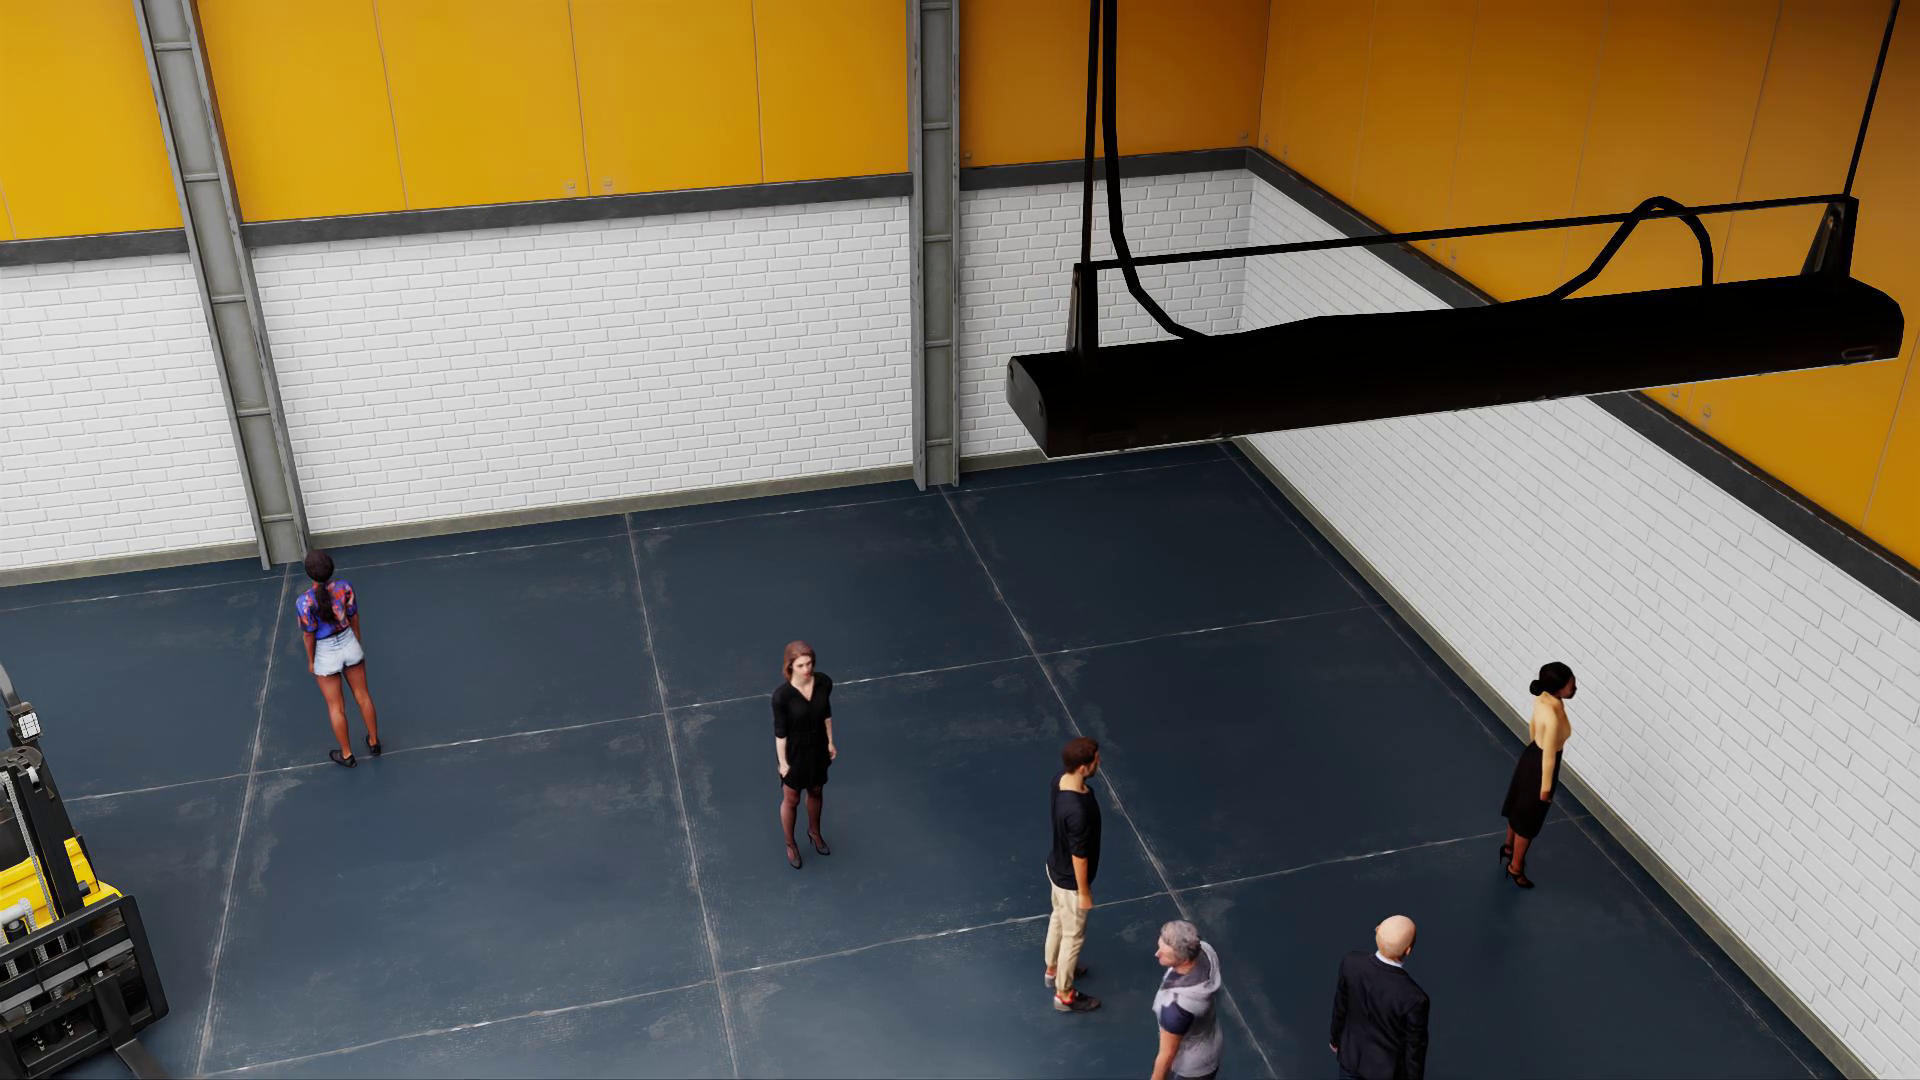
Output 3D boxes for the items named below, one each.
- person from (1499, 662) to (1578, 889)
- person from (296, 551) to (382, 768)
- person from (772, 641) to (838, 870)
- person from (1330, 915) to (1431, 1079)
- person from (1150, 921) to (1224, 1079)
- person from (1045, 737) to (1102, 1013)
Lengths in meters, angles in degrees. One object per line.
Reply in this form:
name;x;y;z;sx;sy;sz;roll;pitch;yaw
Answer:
person;3.739;1.502;10.754;0.663;1.653;0.651;4;29;7
person;-4.449;0.832;11.889;0.613;1.743;0.728;-25;37;-38
person;-1.023;1.390;10.905;0.555;1.705;0.709;-19;34;-31
person;2.124;2.640;8.514;0.773;1.800;0.781;24;36;36
person;1.239;2.644;8.515;0.845;1.793;0.835;15;32;25
person;0.635;1.948;9.731;0.572;1.850;0.662;-4;29;-8
